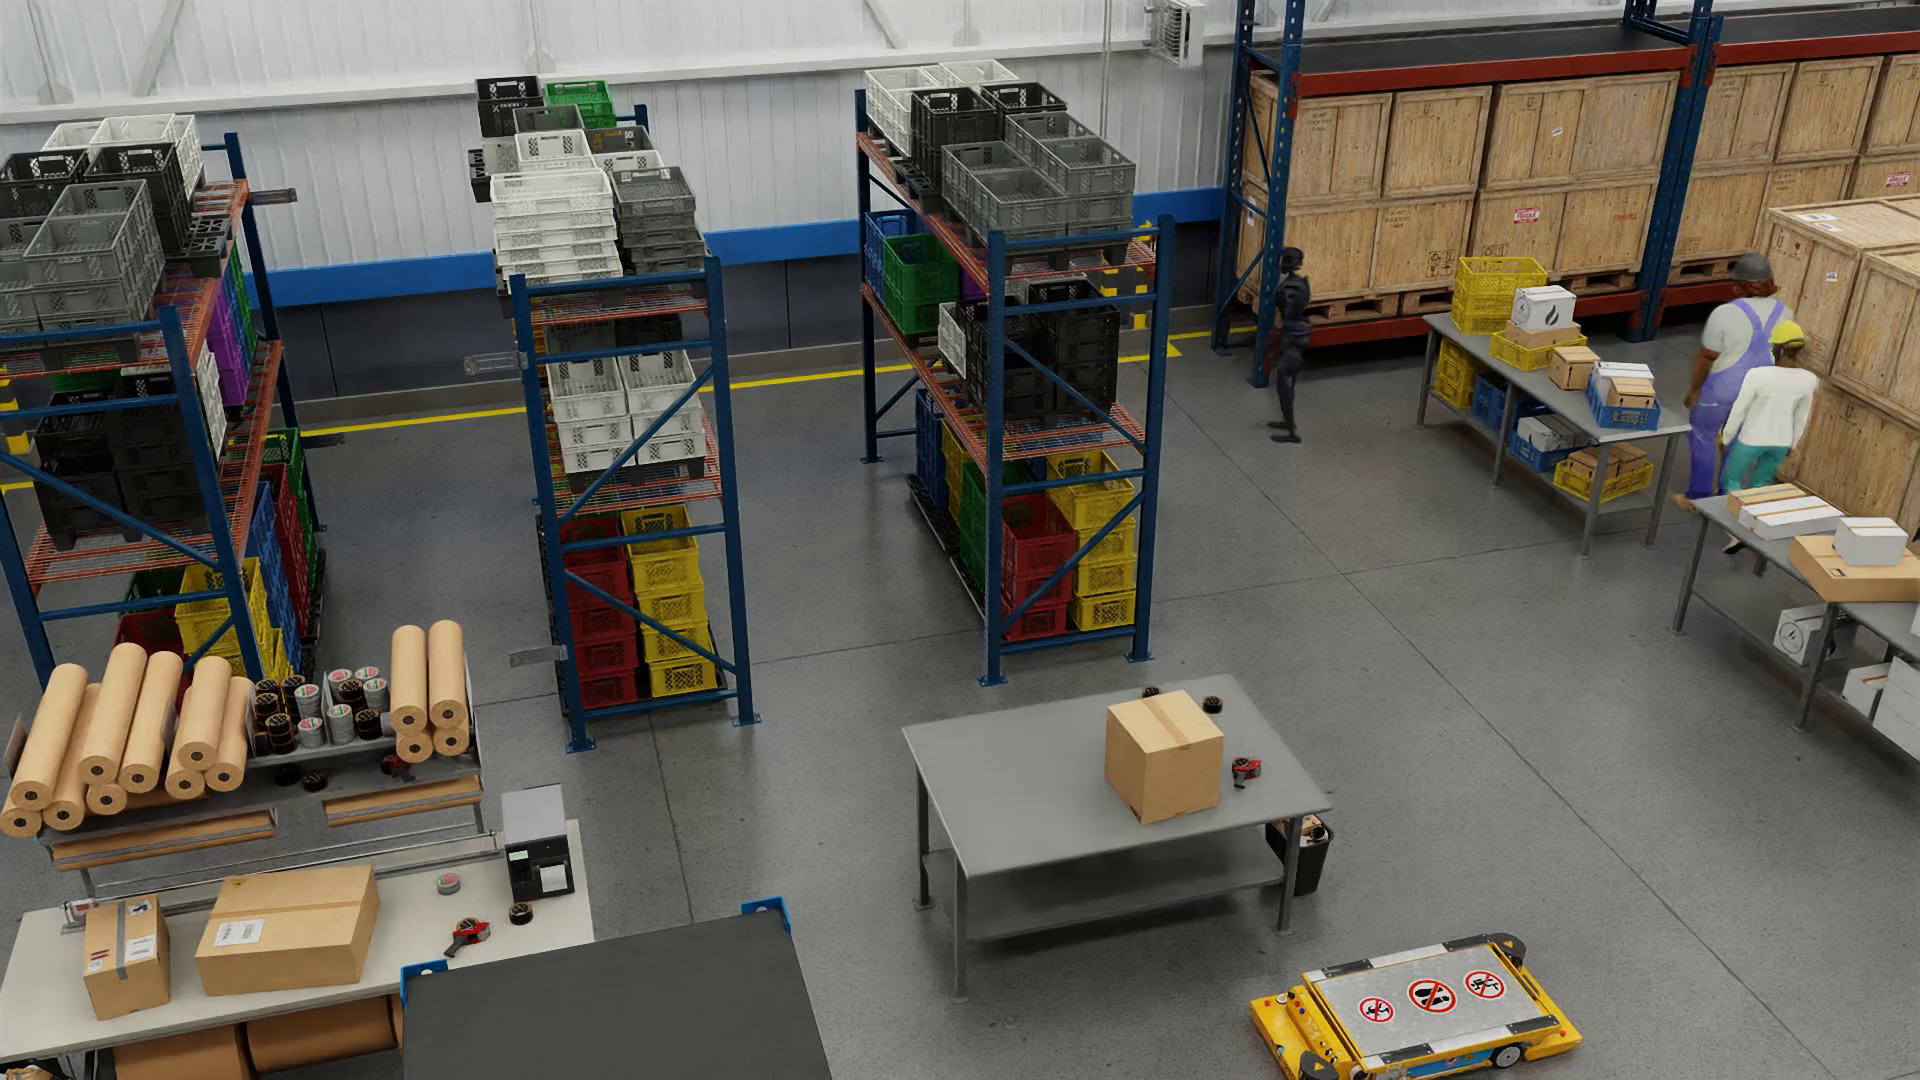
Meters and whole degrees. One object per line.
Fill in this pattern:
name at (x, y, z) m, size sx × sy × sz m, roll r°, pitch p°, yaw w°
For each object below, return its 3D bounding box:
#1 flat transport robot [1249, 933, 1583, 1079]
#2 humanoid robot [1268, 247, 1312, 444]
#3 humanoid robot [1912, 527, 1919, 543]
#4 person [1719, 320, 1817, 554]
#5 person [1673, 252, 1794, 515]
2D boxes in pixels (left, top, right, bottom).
flat transport robot at (2.184, 2.282, 7.980) m, size 1.431 × 0.197 × 0.652 m, roll -8°, pitch 30°, yaw -14°
humanoid robot at (2.703, -1.584, 13.588) m, size 0.348 × 1.645 × 0.669 m, roll 6°, pitch 29°, yaw 11°
humanoid robot at (6.491, -0.036, 10.749) m, size 0.324 × 1.658 × 0.601 m, roll -11°, pitch 31°, yaw -19°
person at (5.755, -0.700, 11.898) m, size 0.573 × 1.743 × 0.506 m, roll 1°, pitch 29°, yaw 1°
person at (5.792, -1.190, 12.490) m, size 0.710 × 2.000 × 0.540 m, roll -5°, pitch 29°, yaw -8°
